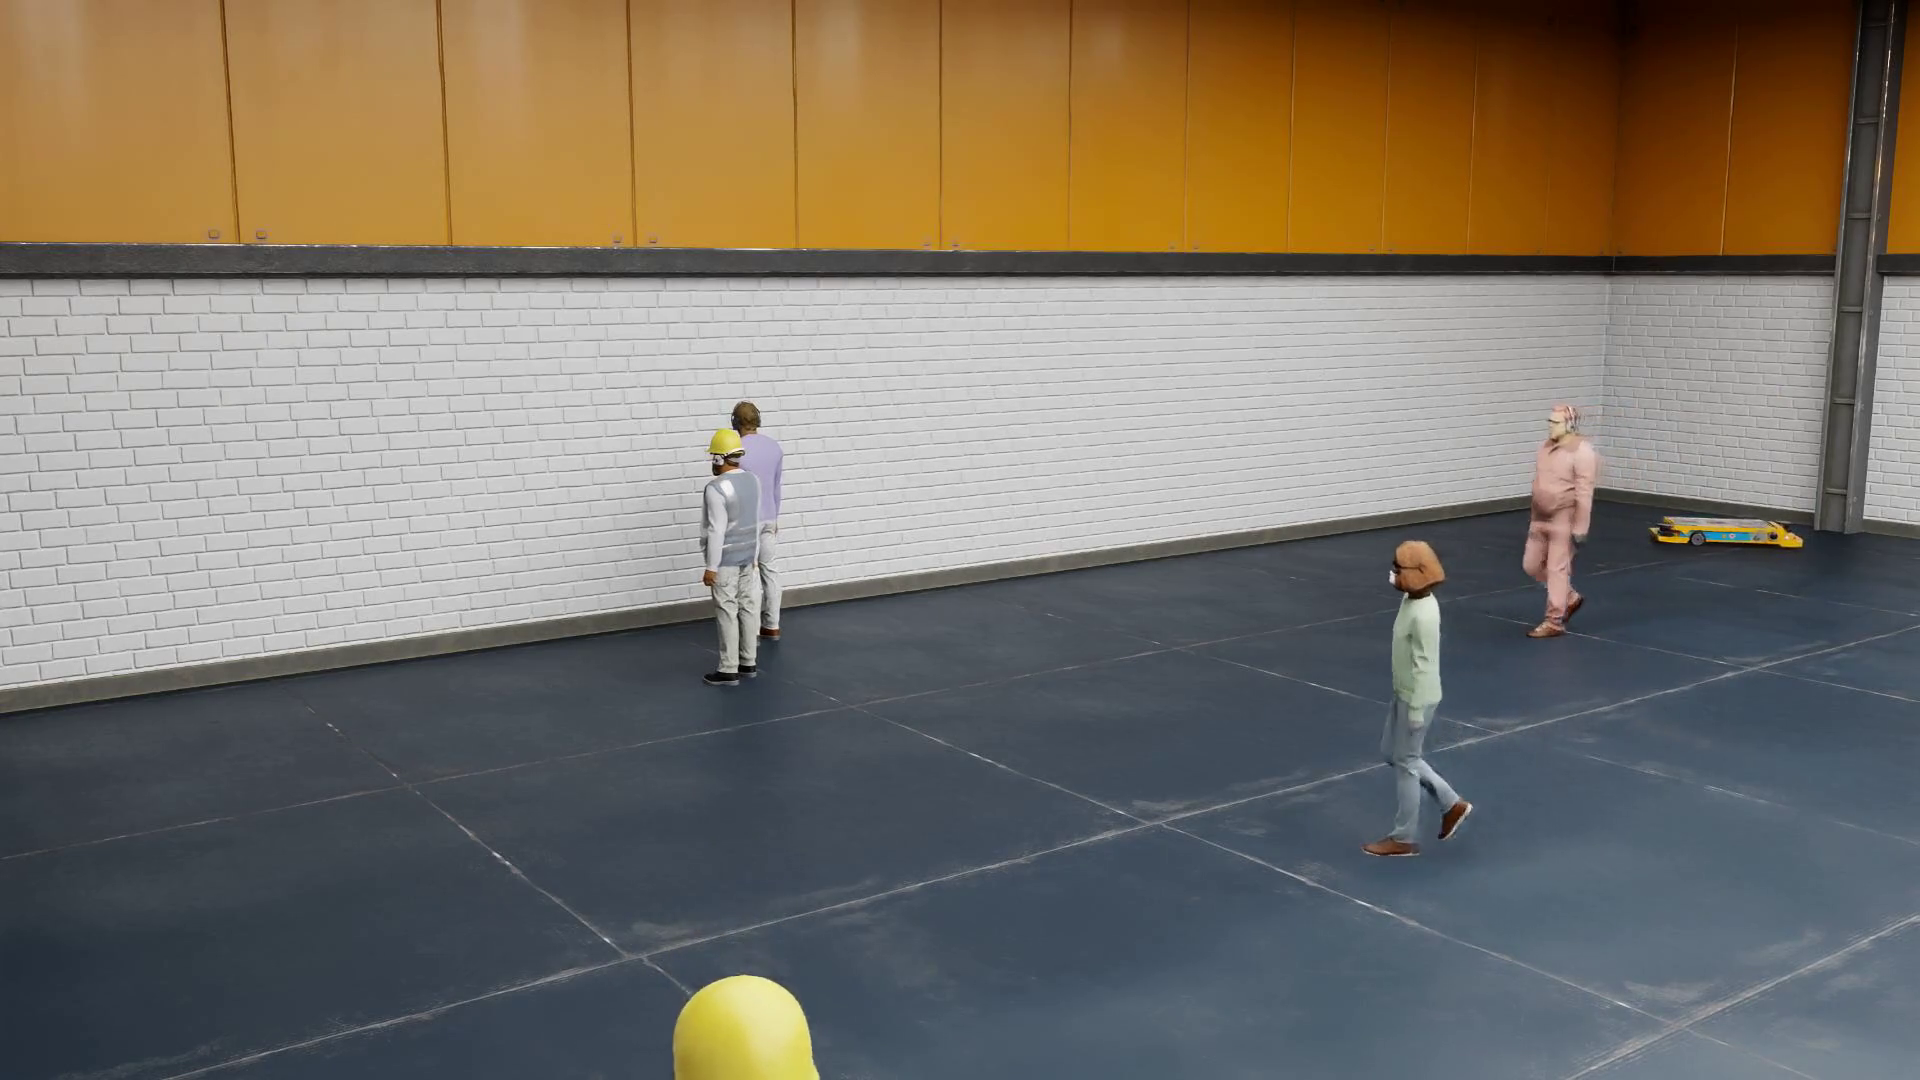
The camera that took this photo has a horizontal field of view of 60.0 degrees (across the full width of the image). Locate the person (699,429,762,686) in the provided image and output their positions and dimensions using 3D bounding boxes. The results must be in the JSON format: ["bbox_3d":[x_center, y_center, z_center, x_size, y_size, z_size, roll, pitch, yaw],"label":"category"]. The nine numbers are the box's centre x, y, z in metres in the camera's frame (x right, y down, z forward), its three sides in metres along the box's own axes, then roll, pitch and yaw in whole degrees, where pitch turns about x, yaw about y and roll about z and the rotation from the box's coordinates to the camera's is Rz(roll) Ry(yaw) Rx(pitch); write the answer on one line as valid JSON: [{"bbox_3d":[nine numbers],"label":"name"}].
[{"bbox_3d":[-1.655,0.119,11.889,0.404,1.830,0.602,4,10,25],"label":"person"}]

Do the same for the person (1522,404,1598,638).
[{"bbox_3d":[4.827,-0.155,13.375,0.515,1.894,0.662,-3,10,-16],"label":"person"}]

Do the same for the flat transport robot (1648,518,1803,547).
[{"bbox_3d":[8.273,-0.094,18.010,1.431,0.197,0.652,2,9,13],"label":"flat transport robot"}]

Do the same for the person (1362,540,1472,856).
[{"bbox_3d":[2.303,0.799,8.321,0.458,1.619,0.520,1,9,9],"label":"person"}]

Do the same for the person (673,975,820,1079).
[{"bbox_3d":[-0.339,1.573,2.697,0.592,1.907,0.554,-3,10,-16],"label":"person"}]

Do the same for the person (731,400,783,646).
[{"bbox_3d":[-1.644,-0.127,13.093,0.377,1.937,0.629,6,11,35],"label":"person"}]
